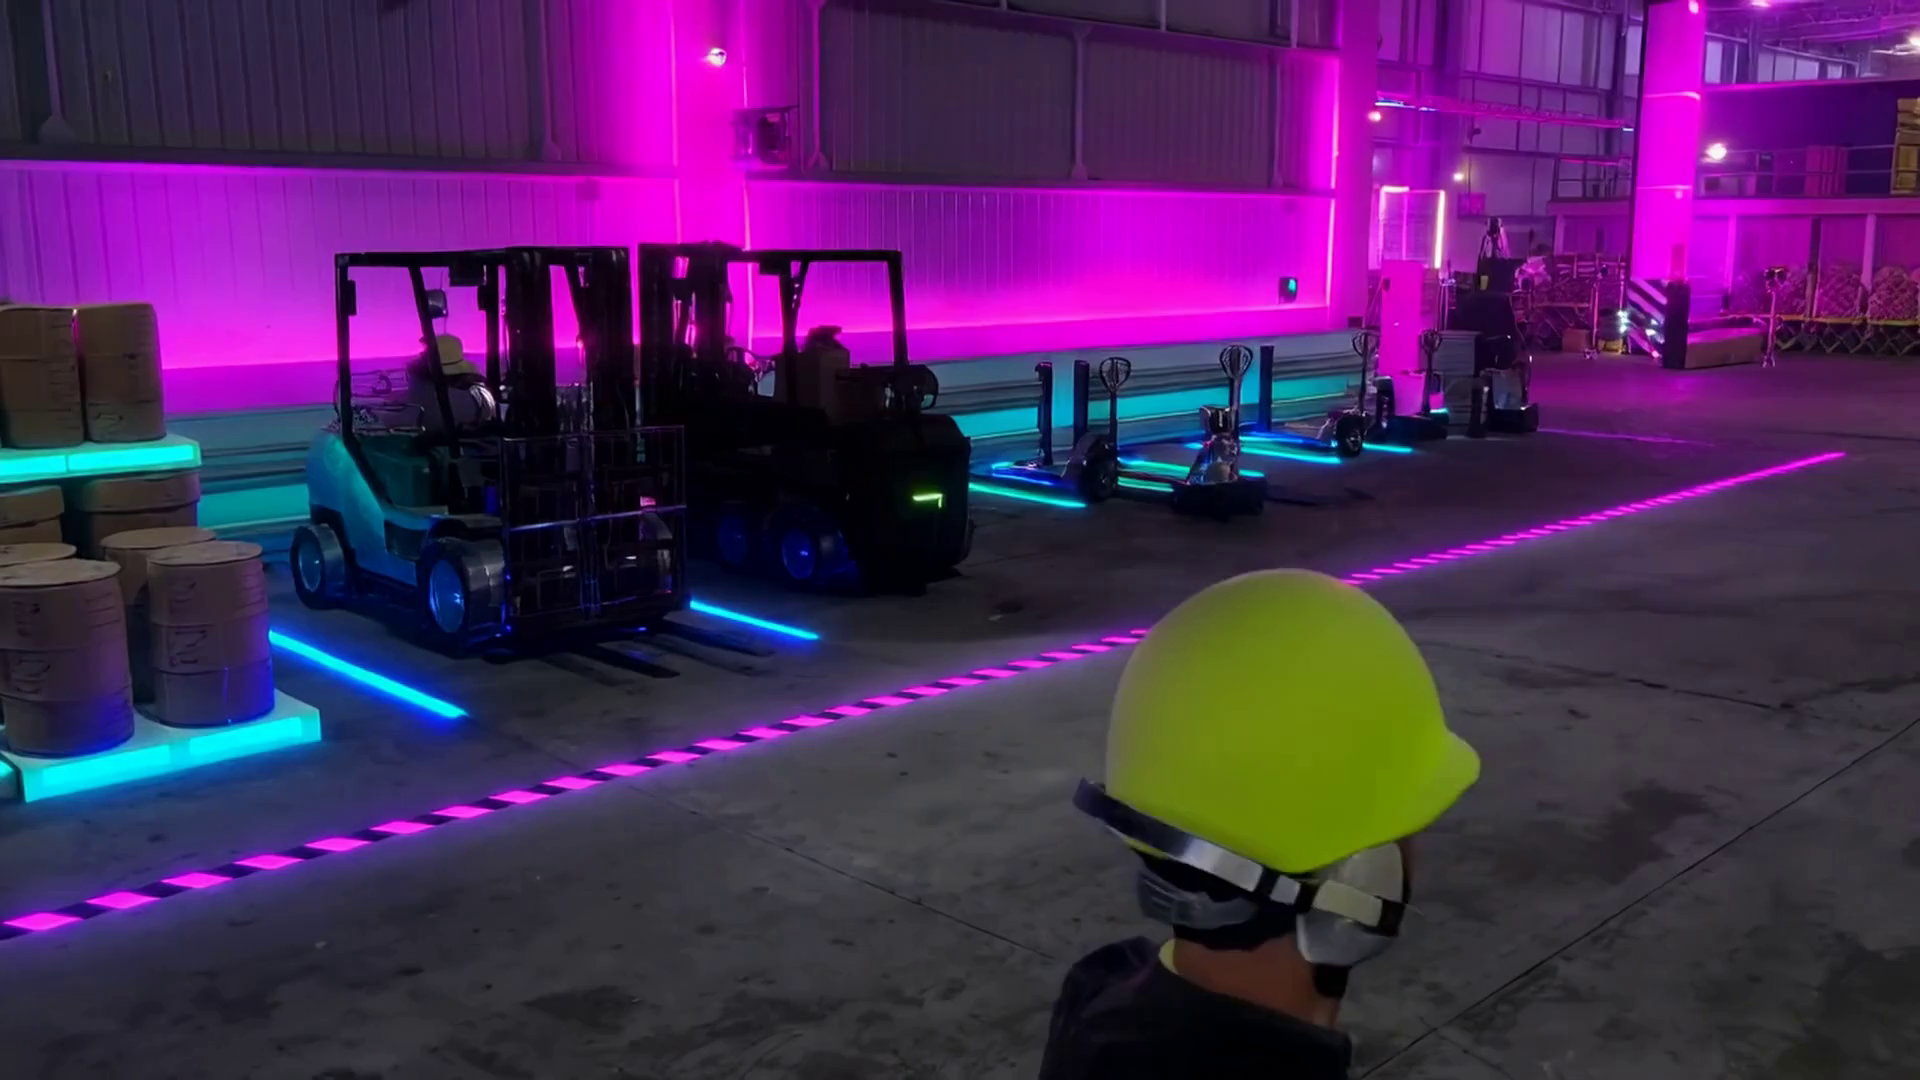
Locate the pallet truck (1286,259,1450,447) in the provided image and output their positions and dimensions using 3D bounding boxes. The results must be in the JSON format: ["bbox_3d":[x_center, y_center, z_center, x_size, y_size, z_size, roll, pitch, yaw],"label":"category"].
[{"bbox_3d":[4.493,-2.078,18.196,0.823,1.965,1.885,-9,14,-40],"label":"pallet truck"}]

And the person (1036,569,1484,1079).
[{"bbox_3d":[0.226,1.006,1.374,0.371,1.996,0.622,-2,11,-11],"label":"person"}]

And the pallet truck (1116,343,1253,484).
[{"bbox_3d":[1.962,-1.215,15.415,1.522,1.261,0.704,10,14,43],"label":"pallet truck"}]

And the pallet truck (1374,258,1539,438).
[{"bbox_3d":[5.704,-2.208,18.901,1.885,1.965,0.823,10,14,43],"label":"pallet truck"}]

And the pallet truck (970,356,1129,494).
[{"bbox_3d":[0.784,-1.085,14.876,0.680,1.201,1.601,-10,14,-44],"label":"pallet truck"}]

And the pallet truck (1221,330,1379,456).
[{"bbox_3d":[3.563,-1.581,17.381,0.653,1.274,1.630,-10,14,-44],"label":"pallet truck"}]

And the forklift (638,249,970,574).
[{"bbox_3d":[-1.173,-0.958,11.239,2.680,1.987,1.157,10,14,43],"label":"forklift"}]

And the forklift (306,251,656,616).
[{"bbox_3d":[-2.833,-0.669,9.694,1.157,1.987,2.680,-10,14,-44],"label":"forklift"}]
